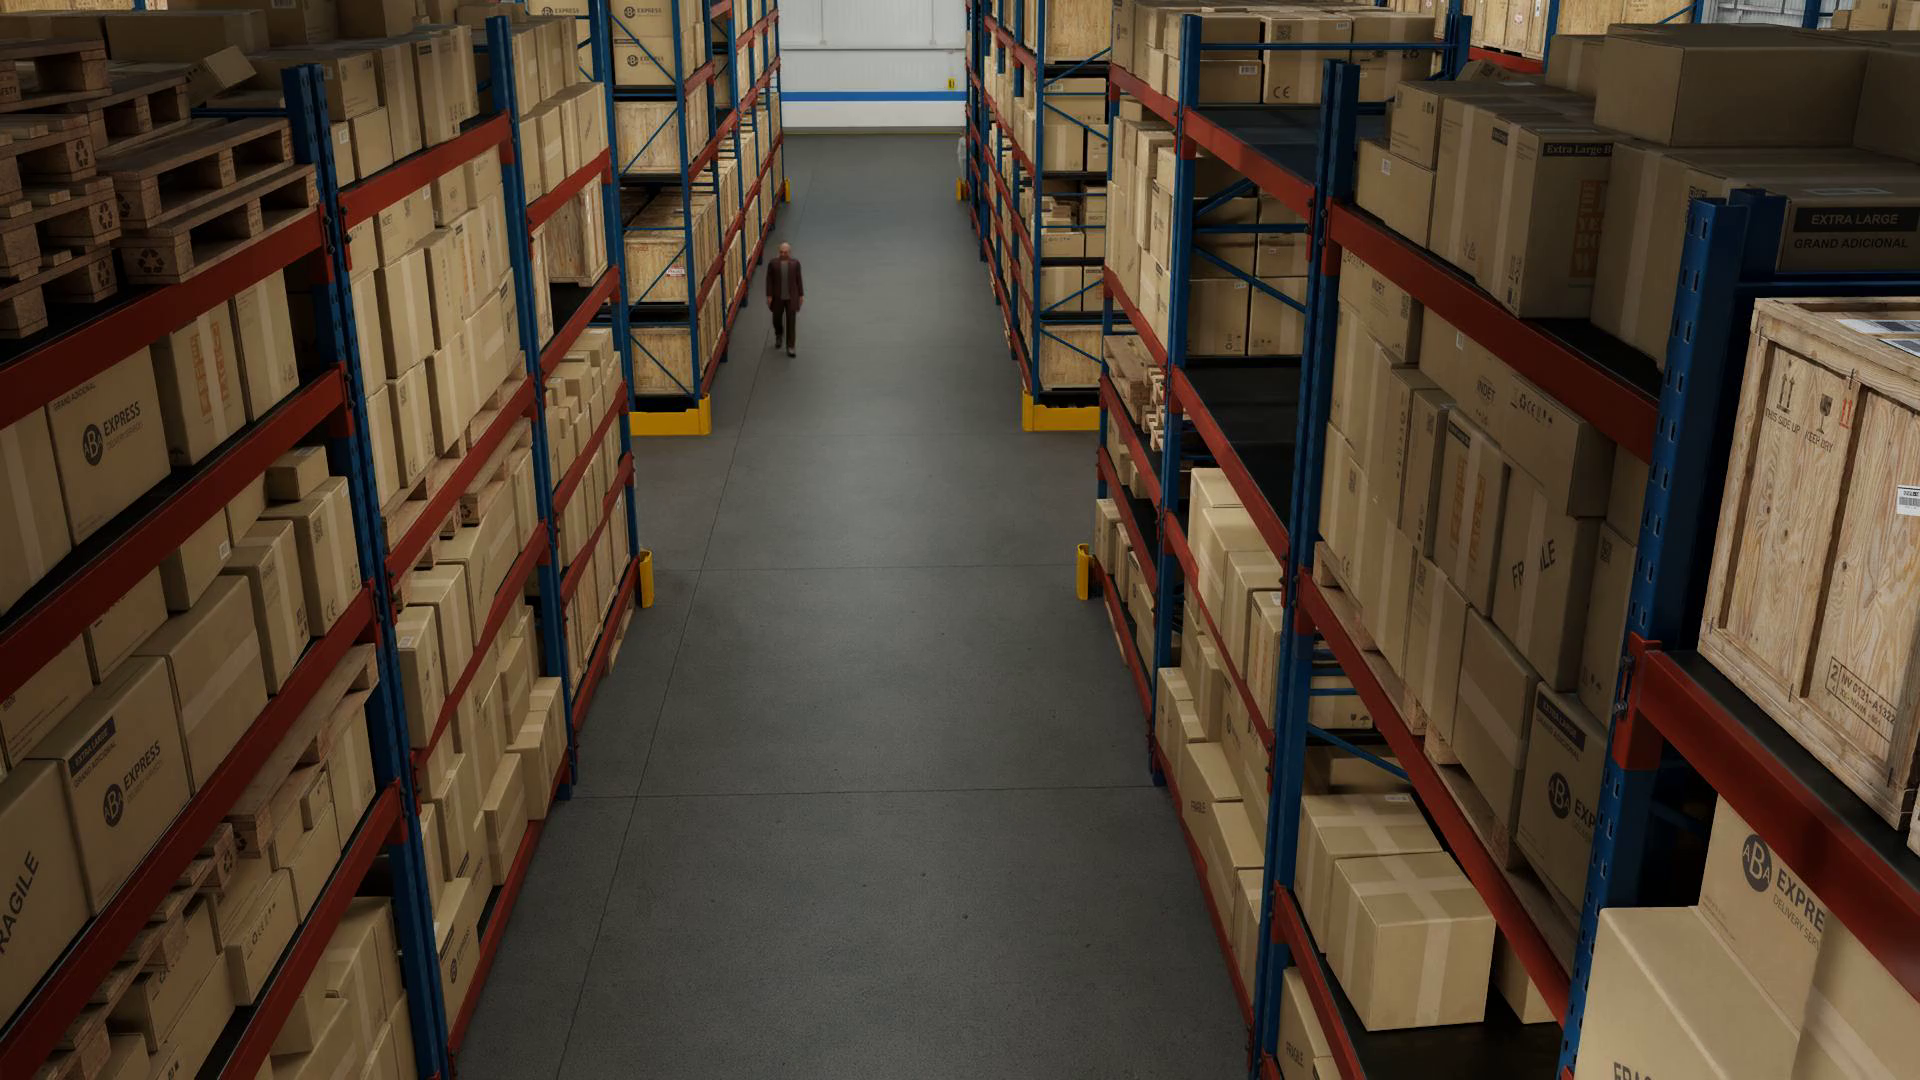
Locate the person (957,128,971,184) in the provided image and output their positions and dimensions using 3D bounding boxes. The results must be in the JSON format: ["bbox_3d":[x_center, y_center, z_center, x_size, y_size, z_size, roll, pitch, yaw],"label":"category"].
[{"bbox_3d":[0.128,-9.875,43.194,0.424,1.626,0.328,6,21,16],"label":"person"}]

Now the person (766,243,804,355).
[{"bbox_3d":[-2.852,-3.965,27.095,0.612,1.765,0.913,-1,21,-4],"label":"person"}]
